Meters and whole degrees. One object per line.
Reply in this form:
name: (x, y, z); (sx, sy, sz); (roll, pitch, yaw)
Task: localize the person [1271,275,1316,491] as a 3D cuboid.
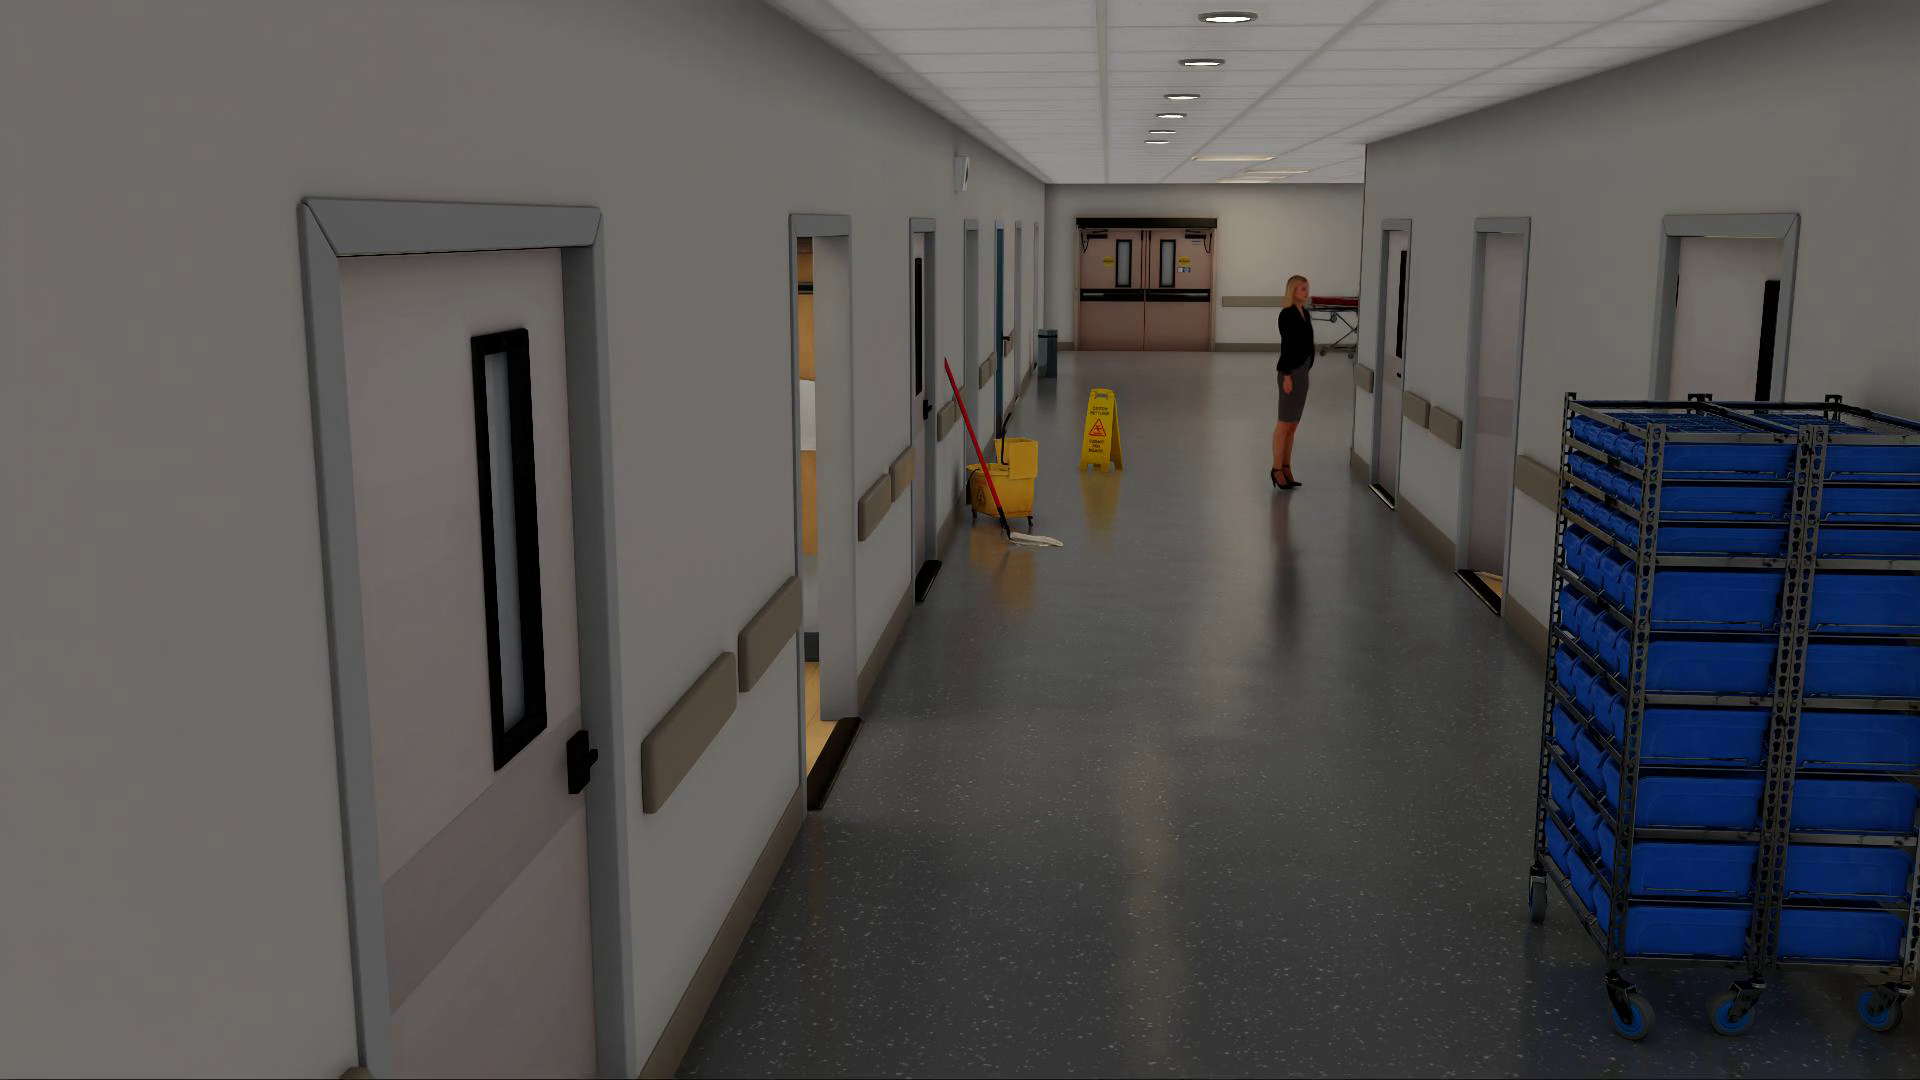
person: (2.873, -1.361, 14.385); (0.758, 1.842, 0.638); (7, 13, 32)
